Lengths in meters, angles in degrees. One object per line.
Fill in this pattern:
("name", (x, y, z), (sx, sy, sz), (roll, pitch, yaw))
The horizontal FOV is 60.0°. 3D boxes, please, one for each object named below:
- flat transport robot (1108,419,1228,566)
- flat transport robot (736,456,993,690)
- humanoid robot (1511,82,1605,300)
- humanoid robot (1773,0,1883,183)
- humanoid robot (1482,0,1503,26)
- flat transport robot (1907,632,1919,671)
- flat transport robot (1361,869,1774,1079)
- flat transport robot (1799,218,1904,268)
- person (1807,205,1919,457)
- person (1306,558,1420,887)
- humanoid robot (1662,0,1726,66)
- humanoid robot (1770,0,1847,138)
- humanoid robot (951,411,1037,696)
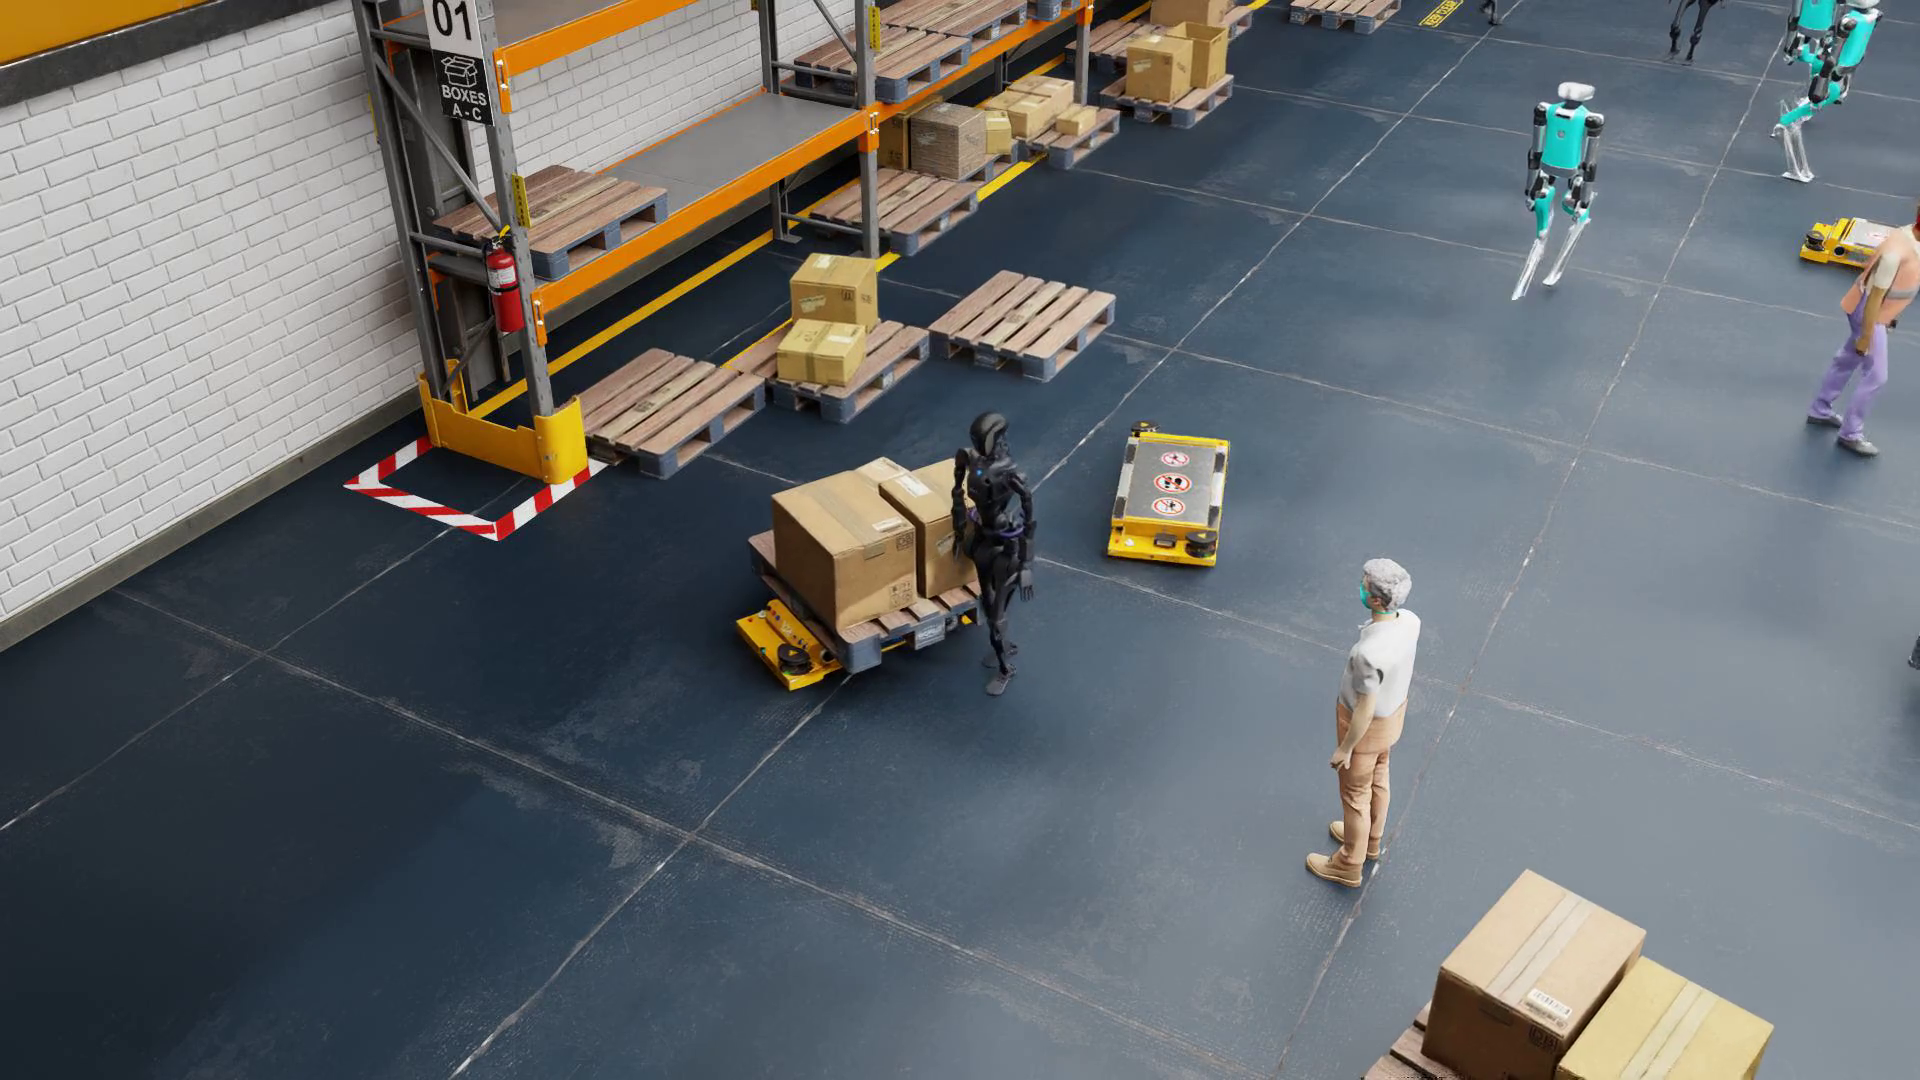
("flat transport robot", (1.348, -0.316, 10.626), (0.659, 0.231, 1.431), (6, 34, 9))
("flat transport robot", (-0.502, 0.395, 9.551), (1.431, 0.231, 0.659), (-20, 38, -27))
("humanoid robot", (4.712, -2.719, 12.953), (0.542, 1.798, 0.854), (25, 41, 33))
("humanoid robot", (7.712, -4.087, 14.996), (0.530, 1.789, 0.677), (-22, 39, -29))
("humanoid robot", (6.318, -6.853, 19.296), (0.610, 1.648, 0.765), (-5, 34, -7))
("flat transport robot", (5.866, 0.808, 8.926), (1.431, 0.231, 0.659), (-28, 42, -35))
("flat transport robot", (2.299, 2.388, 6.534), (0.659, 0.231, 1.431), (27, 42, 34))
("flat transport robot", (7.771, -2.361, 13.719), (1.431, 0.231, 0.659), (20, 38, 27))
("person", (6.066, -1.428, 10.920), (0.613, 1.805, 0.562), (27, 42, 35))
("person", (1.850, 0.833, 7.547), (0.301, 1.744, 0.491), (23, 40, 30))
("humanoid robot", (7.955, -5.923, 17.832), (0.597, 1.654, 0.368), (21, 39, 29))
("humanoid robot", (8.340, -4.765, 16.078), (1.045, 1.739, 0.542), (-25, 41, -32))
("humanoid robot", (0.197, 0.027, 8.833), (0.590, 1.645, 0.391), (27, 42, 34))
